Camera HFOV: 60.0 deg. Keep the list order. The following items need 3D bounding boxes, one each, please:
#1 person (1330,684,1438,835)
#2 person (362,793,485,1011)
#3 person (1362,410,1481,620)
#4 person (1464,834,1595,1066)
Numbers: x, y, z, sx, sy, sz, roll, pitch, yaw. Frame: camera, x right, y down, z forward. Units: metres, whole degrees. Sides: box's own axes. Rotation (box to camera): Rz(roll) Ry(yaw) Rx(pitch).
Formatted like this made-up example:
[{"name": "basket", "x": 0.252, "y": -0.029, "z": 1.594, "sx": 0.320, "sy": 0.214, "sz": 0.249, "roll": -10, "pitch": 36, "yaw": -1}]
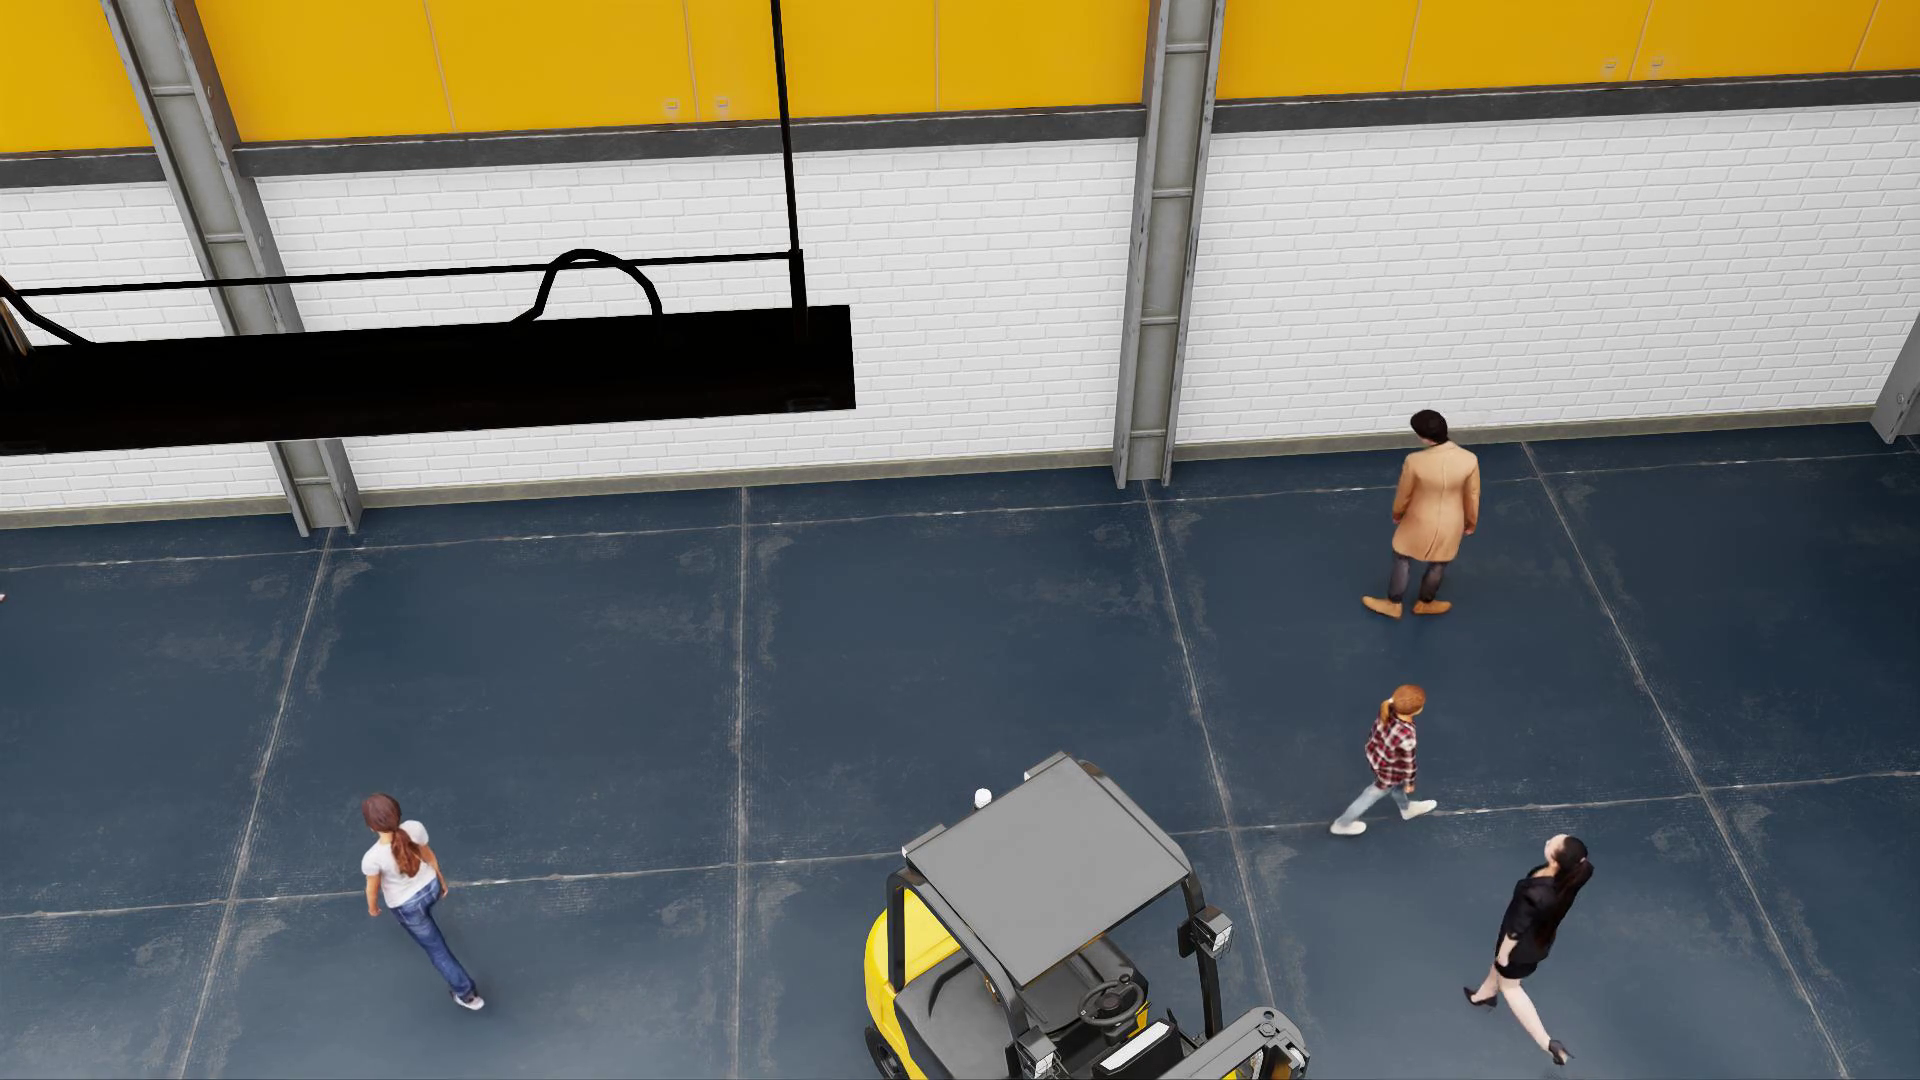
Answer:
[{"name": "person", "x": 2.459, "y": 1.323, "z": 9.755, "sx": 0.903, "sy": 1.271, "sz": 0.571, "roll": -6, "pitch": 44, "yaw": -6}, {"name": "person", "x": -2.886, "y": 1.949, "z": 8.914, "sx": 1.080, "sy": 1.524, "sz": 1.006, "roll": 29, "pitch": 51, "yaw": 27}, {"name": "person", "x": 3.167, "y": -0.122, "z": 10.969, "sx": 0.710, "sy": 1.687, "sz": 0.906, "roll": 20, "pitch": 47, "yaw": 19}, {"name": "person", "x": 3.007, "y": 2.120, "z": 8.622, "sx": 0.974, "sy": 1.679, "sz": 0.950, "roll": -27, "pitch": 50, "yaw": -26}]
